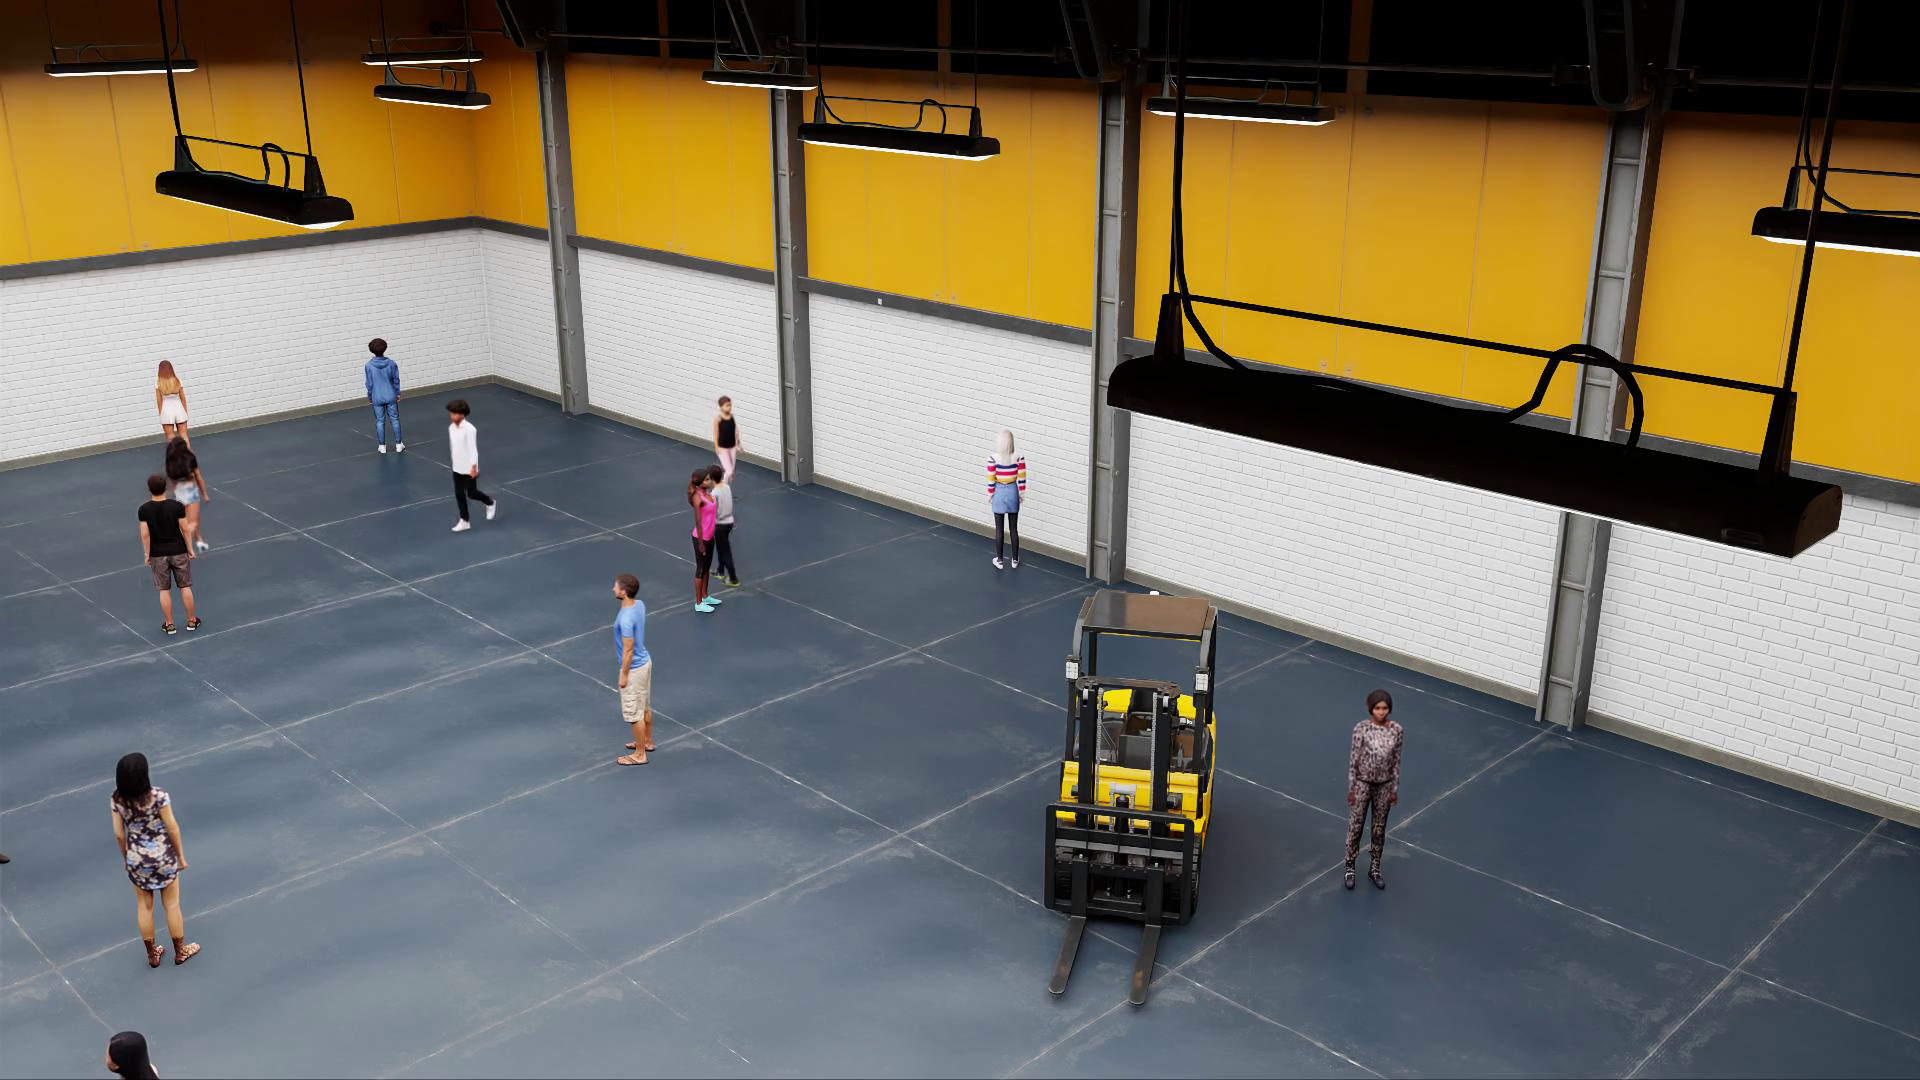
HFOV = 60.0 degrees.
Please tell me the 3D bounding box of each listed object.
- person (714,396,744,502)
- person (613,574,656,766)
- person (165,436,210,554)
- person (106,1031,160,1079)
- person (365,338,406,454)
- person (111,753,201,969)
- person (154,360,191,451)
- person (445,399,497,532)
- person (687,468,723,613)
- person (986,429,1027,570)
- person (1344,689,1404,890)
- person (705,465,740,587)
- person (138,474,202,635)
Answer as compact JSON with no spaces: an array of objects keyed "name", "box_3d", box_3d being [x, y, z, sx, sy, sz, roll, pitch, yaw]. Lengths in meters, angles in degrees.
[{"name":"person","box_3d":[-3.360,-1.306,23.670,0.579,1.552,0.529,16,24,39]},{"name":"person","box_3d":[-3.082,1.198,15.746,0.781,1.864,0.738,2,19,4]},{"name":"person","box_3d":[-9.863,-0.489,21.177,1.023,1.595,0.963,4,19,12]},{"name":"person","box_3d":[-4.465,3.469,9.143,0.862,1.774,0.788,-3,19,-8]},{"name":"person","box_3d":[-9.060,-2.275,26.146,0.754,1.808,0.722,-6,20,-18]},{"name":"person","box_3d":[-6.047,2.385,12.427,0.673,1.733,0.715,-2,19,-5]},{"name":"person","box_3d":[-11.927,-1.896,25.195,0.614,1.697,0.605,-12,22,-31]},{"name":"person","box_3d":[-6.629,-1.032,22.470,0.938,1.798,0.822,11,22,31]},{"name":"person","box_3d":[-3.019,-0.020,19.585,0.696,1.723,0.663,4,19,12]},{"name":"person","box_3d":[0.582,-0.532,20.971,0.721,1.808,0.745,-2,19,-6]},{"name":"person","box_3d":[3.360,2.019,13.545,0.680,1.714,0.742,0,19,1]},{"name":"person","box_3d":[-2.831,-0.160,20.307,0.834,1.528,0.722,9,20,24]},{"name":"person","box_3d":[-8.986,0.148,18.868,0.754,1.862,0.707,-9,21,-25]}]
